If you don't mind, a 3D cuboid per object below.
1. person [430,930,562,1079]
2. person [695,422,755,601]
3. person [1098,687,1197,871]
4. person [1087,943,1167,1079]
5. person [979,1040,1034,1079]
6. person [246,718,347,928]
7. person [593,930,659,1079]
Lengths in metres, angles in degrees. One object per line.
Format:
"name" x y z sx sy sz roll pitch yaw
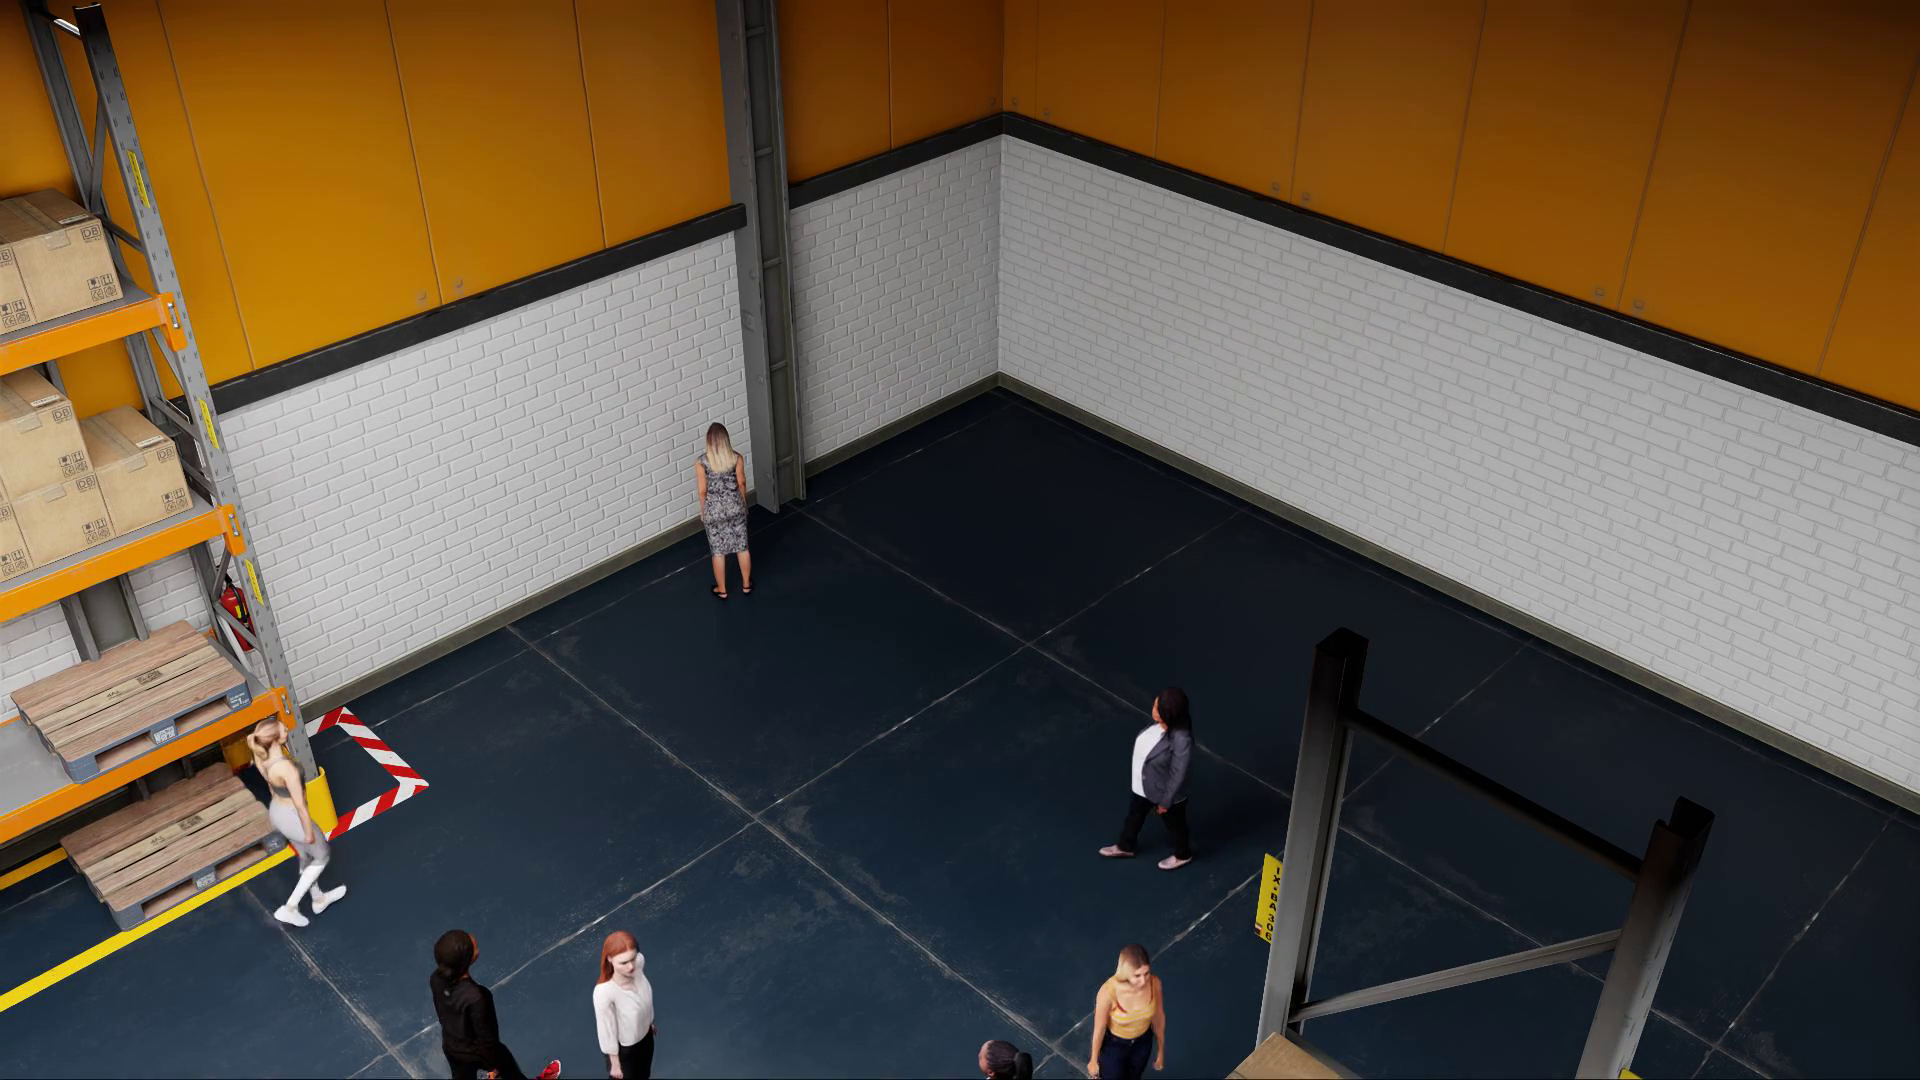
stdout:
"person" -2.859 2.972 9.537 0.786 1.638 1.108 19 38 26
"person" -2.028 -0.240 14.309 0.594 1.704 0.700 -8 34 -11
"person" 1.499 1.671 11.553 1.011 1.573 0.893 -11 35 -17
"person" 0.923 2.893 9.669 0.676 1.622 0.764 -11 35 -17
"person" 0.208 3.293 8.977 0.740 1.722 0.617 15 36 21
"person" -4.509 1.913 11.081 0.647 1.692 0.836 21 39 28
"person" -1.896 2.893 9.545 0.712 1.761 0.568 13 36 18
